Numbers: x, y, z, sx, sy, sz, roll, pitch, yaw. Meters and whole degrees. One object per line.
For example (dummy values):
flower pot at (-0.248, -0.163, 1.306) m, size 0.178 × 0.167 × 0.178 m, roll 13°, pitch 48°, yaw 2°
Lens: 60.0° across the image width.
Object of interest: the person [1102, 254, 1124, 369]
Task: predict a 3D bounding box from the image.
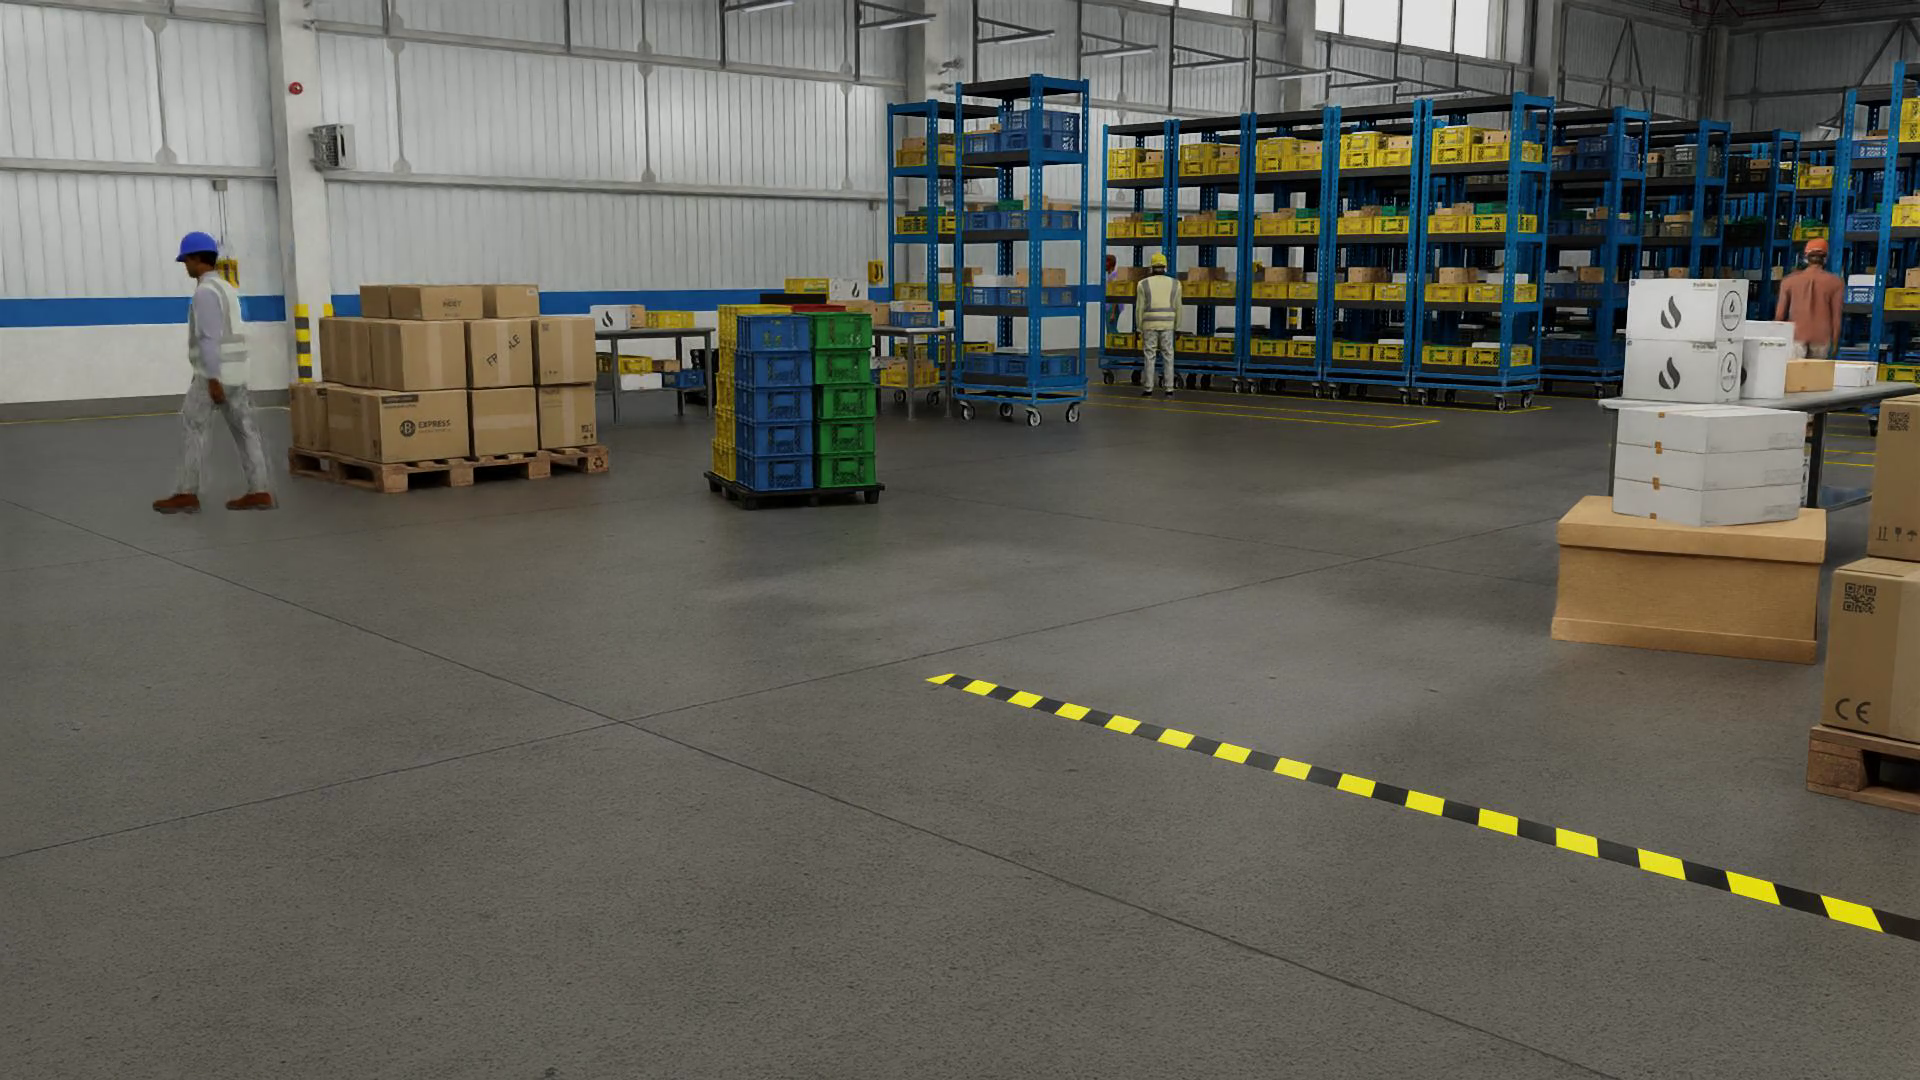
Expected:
person at (2.449, -3.657, 26.718) m, size 0.373 × 1.840 × 0.571 m, roll 0°, pitch 9°, yaw -2°

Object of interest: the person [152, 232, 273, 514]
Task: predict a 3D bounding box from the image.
person at (-5.160, -1.131, 11.328) m, size 0.874 × 1.901 × 0.611 m, roll -1°, pitch 10°, yaw -7°

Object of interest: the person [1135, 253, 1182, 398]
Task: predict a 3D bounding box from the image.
person at (2.494, -2.694, 20.967) m, size 0.600 × 1.827 × 0.404 m, roll -1°, pitch 9°, yaw -5°

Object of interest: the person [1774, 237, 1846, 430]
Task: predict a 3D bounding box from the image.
person at (8.576, -2.074, 16.825) m, size 0.636 × 1.969 × 0.752 m, roll 5°, pitch 11°, yaw 29°
